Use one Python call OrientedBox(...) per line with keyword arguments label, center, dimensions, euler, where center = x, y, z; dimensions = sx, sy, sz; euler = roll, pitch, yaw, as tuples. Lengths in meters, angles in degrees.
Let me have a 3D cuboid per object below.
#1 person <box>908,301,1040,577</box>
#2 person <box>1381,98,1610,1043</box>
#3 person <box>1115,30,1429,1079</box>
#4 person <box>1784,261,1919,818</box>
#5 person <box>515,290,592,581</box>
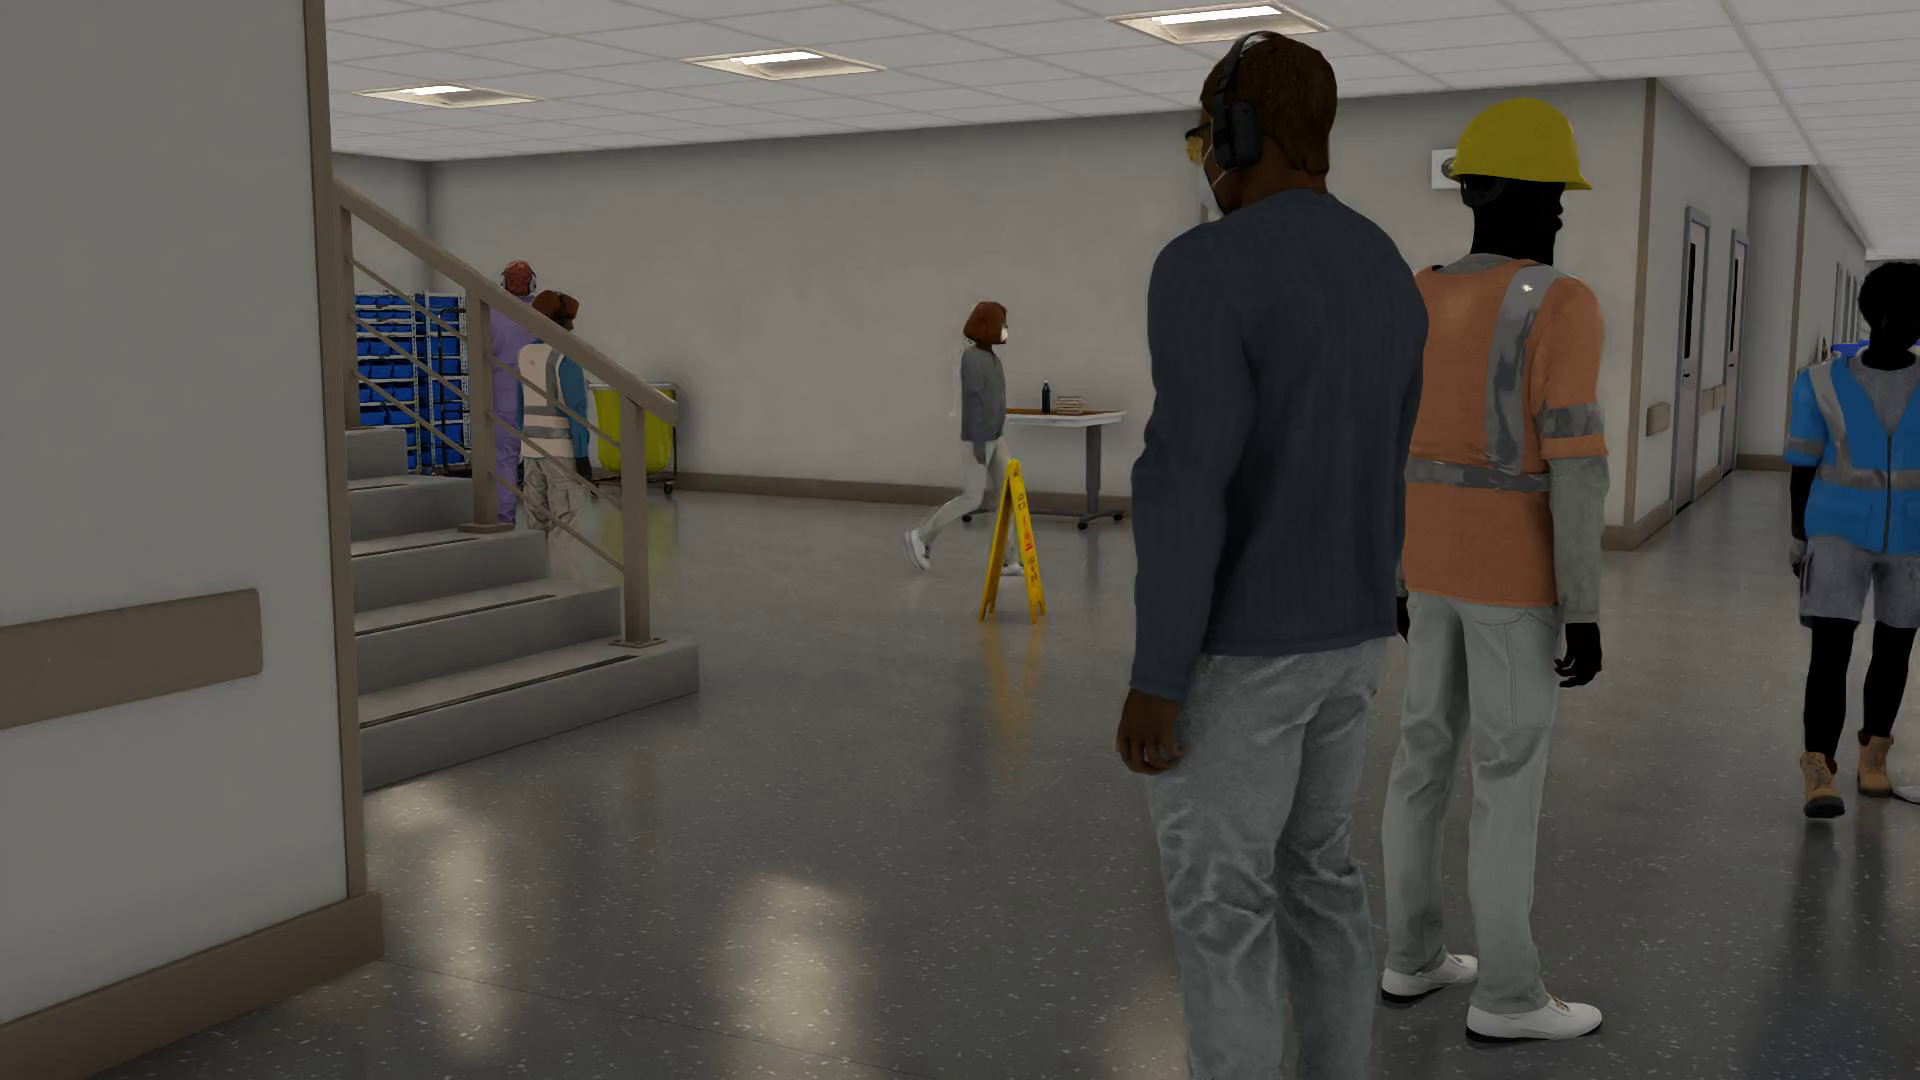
OrientedBox(label="person", center=(0.084, -0.579, 9.657), dimensions=(0.702, 1.607, 0.503), euler=(3, 8, 24))
OrientedBox(label="person", center=(1.104, 0.068, 3.466), dimensions=(0.370, 1.927, 0.588), euler=(-4, 8, -28))
OrientedBox(label="person", center=(0.497, 0.176, 2.639), dimensions=(0.374, 1.928, 0.639), euler=(7, 10, 43))
OrientedBox(label="person", center=(2.744, 0.012, 4.940), dimensions=(0.534, 1.647, 0.826), euler=(3, 8, 20))
OrientedBox(label="person", center=(-1.988, -0.399, 8.160), dimensions=(0.514, 1.640, 0.309), euler=(7, 10, 42))
